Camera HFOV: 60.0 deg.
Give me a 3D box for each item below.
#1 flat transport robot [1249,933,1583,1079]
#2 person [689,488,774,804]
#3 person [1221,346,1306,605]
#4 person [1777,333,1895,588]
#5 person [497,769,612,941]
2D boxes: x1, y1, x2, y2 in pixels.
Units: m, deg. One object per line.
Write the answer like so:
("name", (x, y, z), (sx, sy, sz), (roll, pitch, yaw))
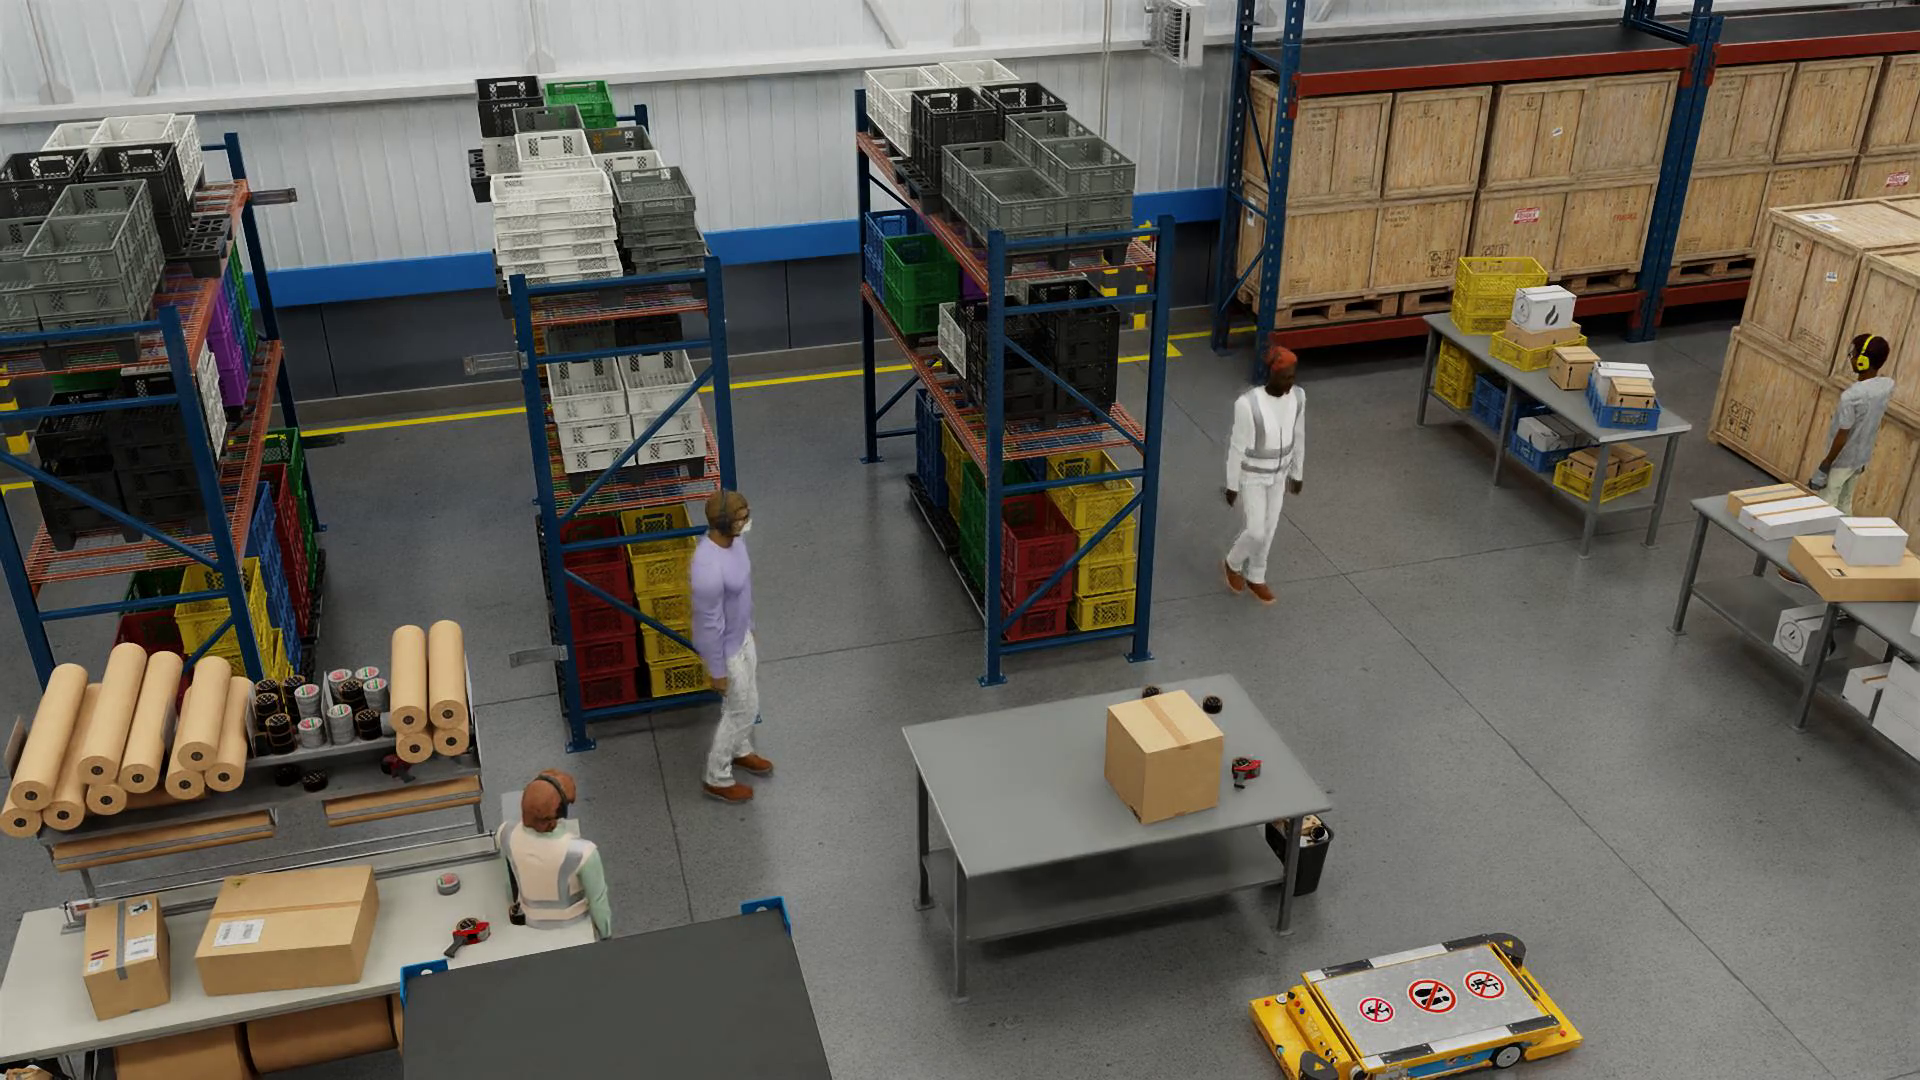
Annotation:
("flat transport robot", (2.184, 2.282, 7.980), (1.431, 0.197, 0.652), (-8, 30, -14))
("person", (-1.304, 0.587, 9.369), (0.394, 1.921, 0.644), (2, 29, 4))
("person", (2.080, -0.427, 11.258), (0.595, 1.871, 0.403), (-16, 33, -27))
("person", (6.082, -0.539, 11.473), (0.508, 1.864, 0.329), (-17, 33, -28))
("person", (-1.815, 1.757, 7.535), (0.523, 1.631, 0.315), (9, 30, 16))
